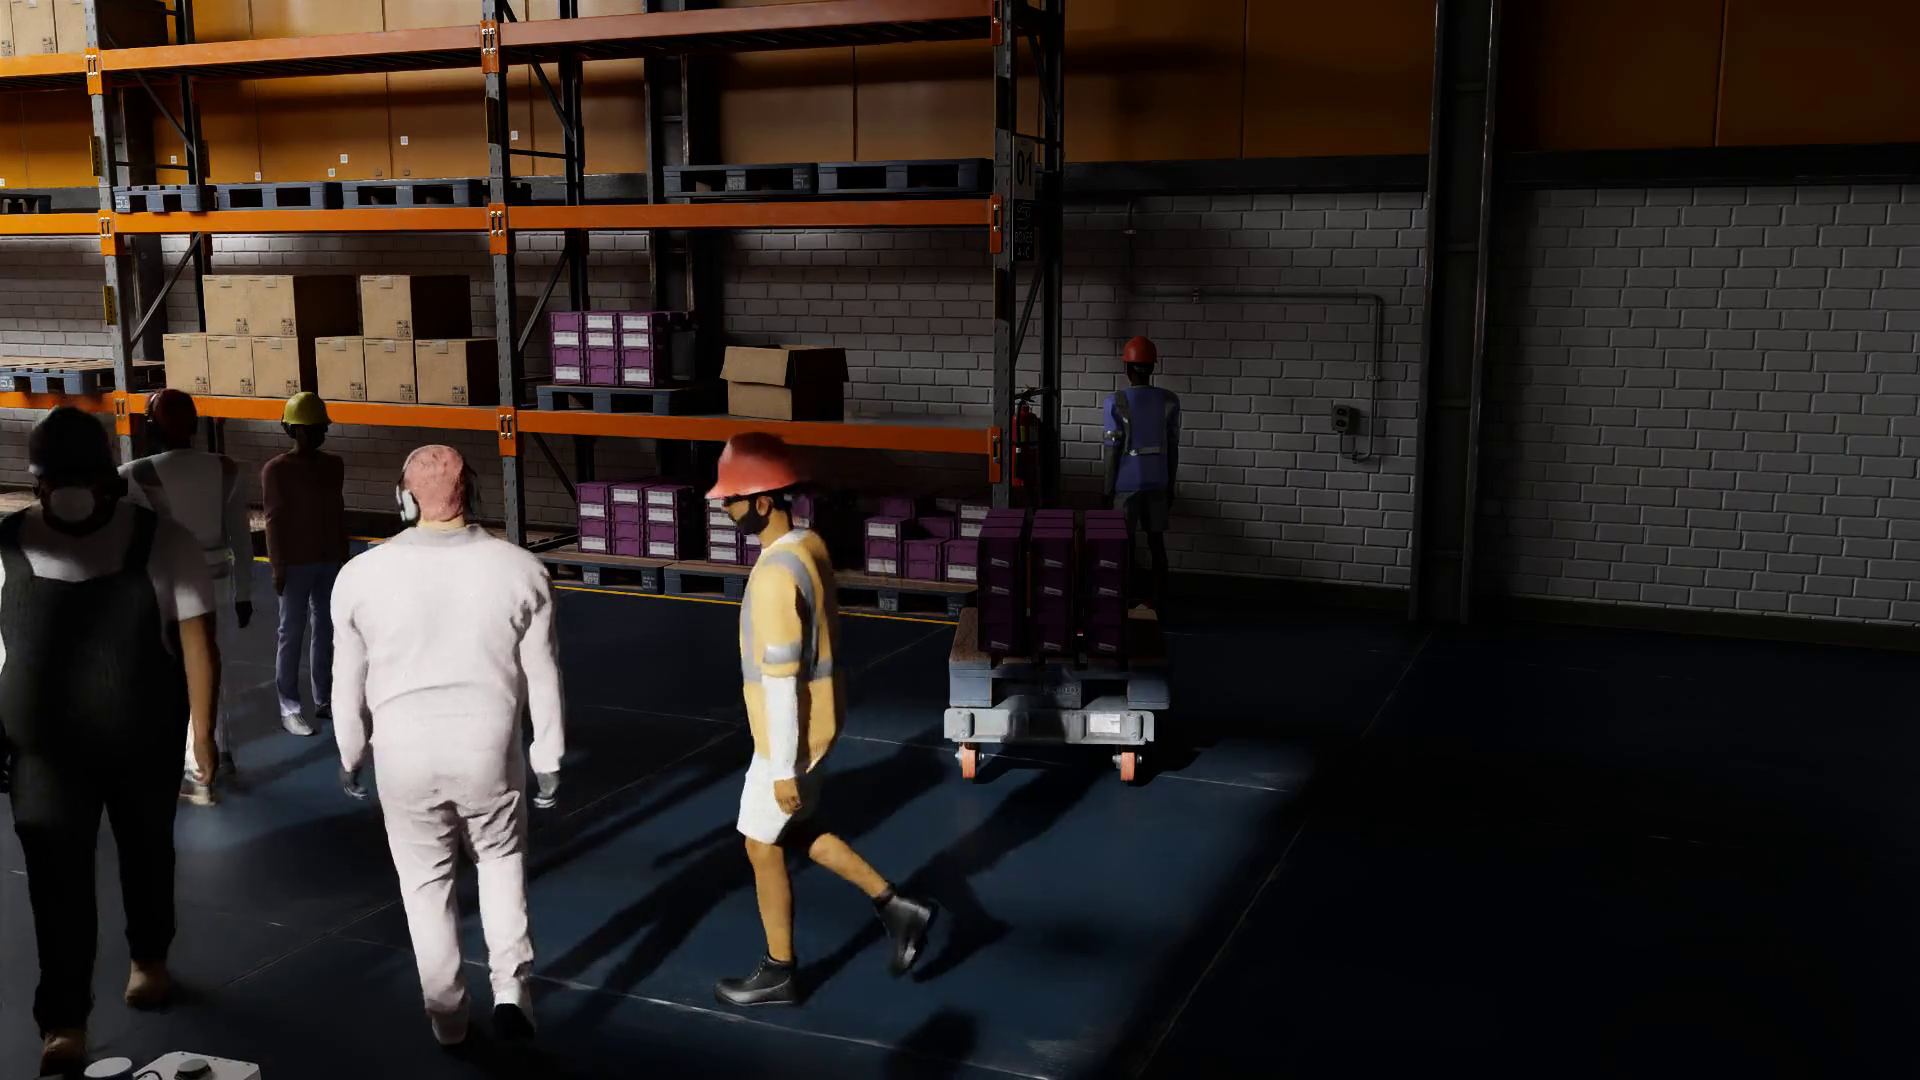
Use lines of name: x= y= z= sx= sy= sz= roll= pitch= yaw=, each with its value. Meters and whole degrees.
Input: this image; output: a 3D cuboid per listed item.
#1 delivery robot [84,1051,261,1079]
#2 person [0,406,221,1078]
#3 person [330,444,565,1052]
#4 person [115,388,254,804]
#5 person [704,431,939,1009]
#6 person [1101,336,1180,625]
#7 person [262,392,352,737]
delivery robot: x=-1.976 y=1.458 z=3.898 sx=0.477 sy=0.478 sz=0.707 roll=3 pitch=10 yaw=17
person: x=-2.644 y=0.562 z=5.105 sx=0.706 sy=2.000 sz=1.000 roll=-4 pitch=10 yaw=-23
person: x=-1.548 y=0.649 z=5.055 sx=0.661 sy=1.885 sz=0.477 roll=-4 pitch=10 yaw=-21
person: x=-3.514 y=0.252 z=7.499 sx=0.523 sy=1.867 sz=0.587 roll=7 pitch=12 yaw=35
person: x=-0.462 y=0.602 z=5.261 sx=0.649 sy=1.911 sz=0.565 roll=2 pitch=10 yaw=11
person: x=1.188 y=-0.384 z=11.078 sx=0.545 sy=1.939 sz=0.354 roll=-3 pitch=10 yaw=-18
person: x=-3.341 y=0.115 z=8.604 sx=0.327 sy=1.767 sz=0.533 roll=4 pitch=10 yaw=24
